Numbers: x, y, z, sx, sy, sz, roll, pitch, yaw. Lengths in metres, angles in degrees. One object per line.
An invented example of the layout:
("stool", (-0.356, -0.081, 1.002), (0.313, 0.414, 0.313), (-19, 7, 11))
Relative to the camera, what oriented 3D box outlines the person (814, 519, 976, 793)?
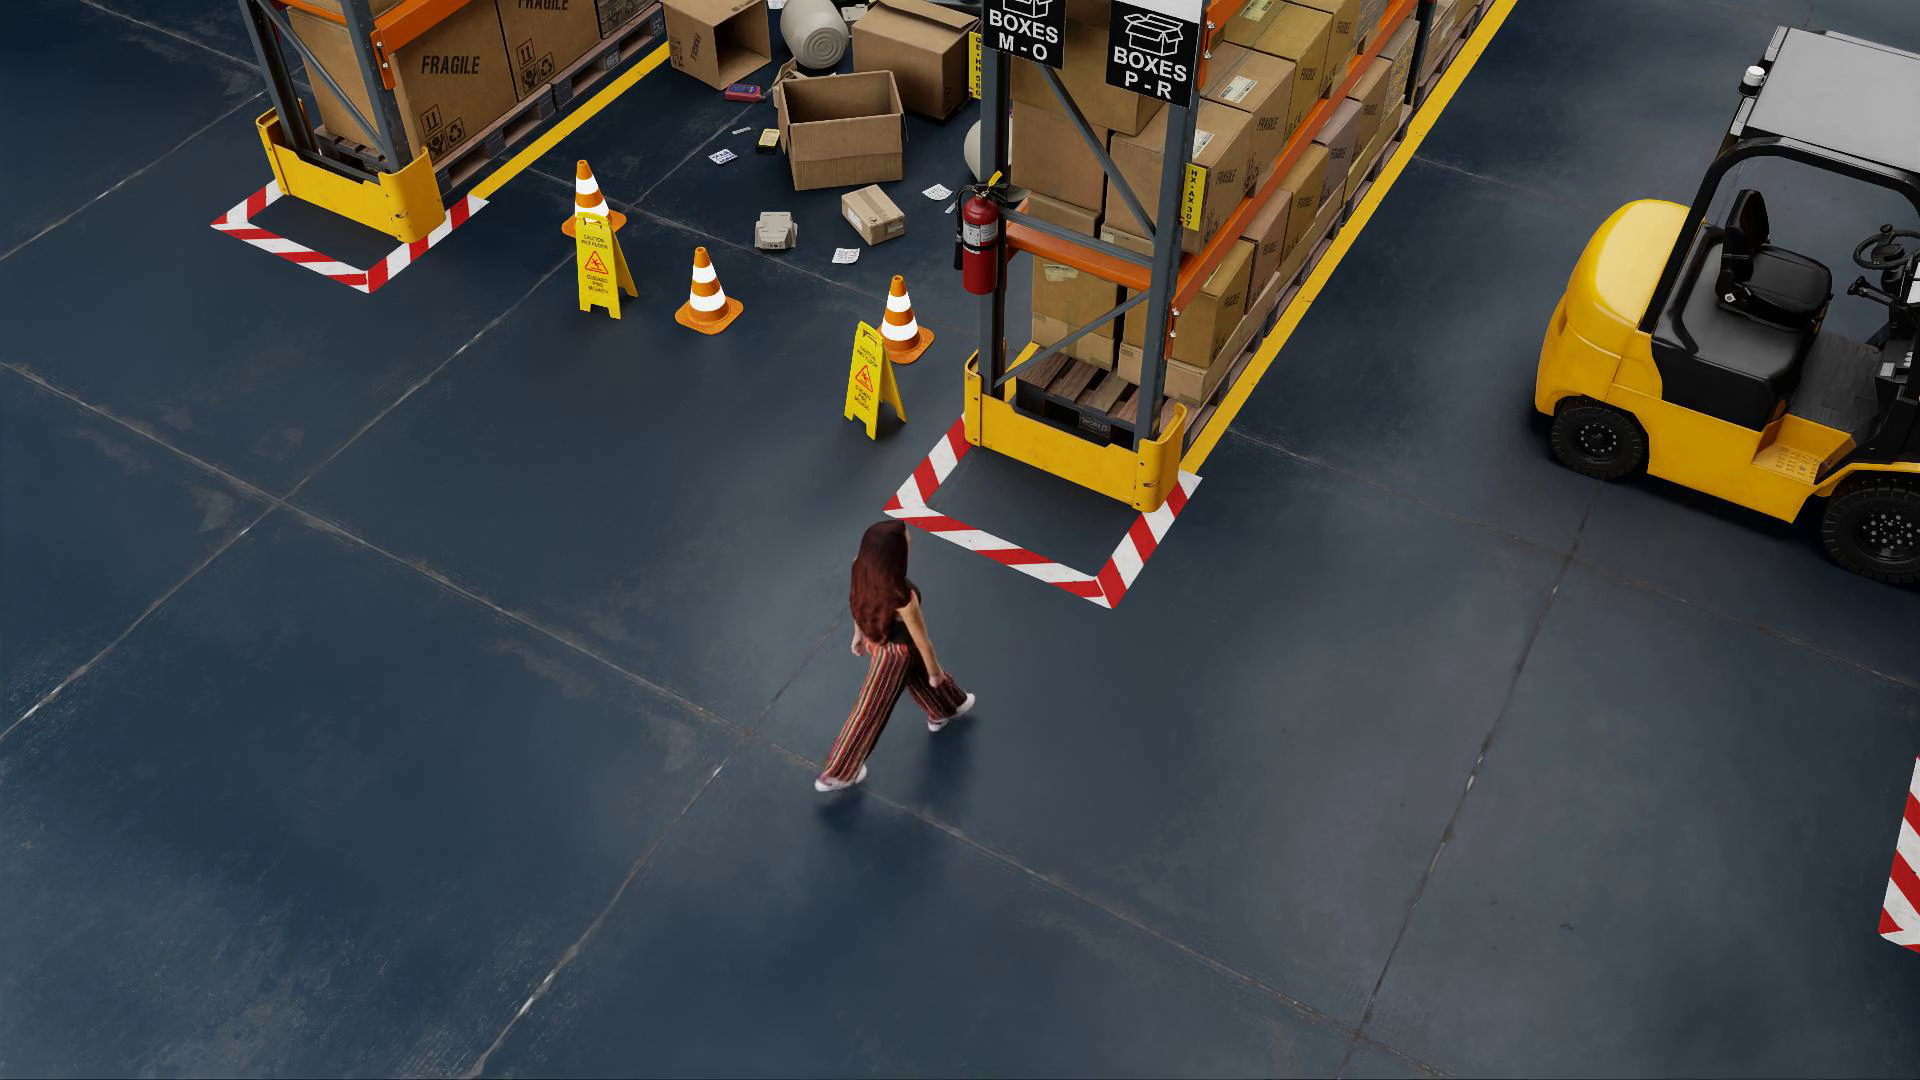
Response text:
("person", (-0.358, 0.521, 7.053), (1.173, 1.521, 0.874), (-28, 53, -24))
